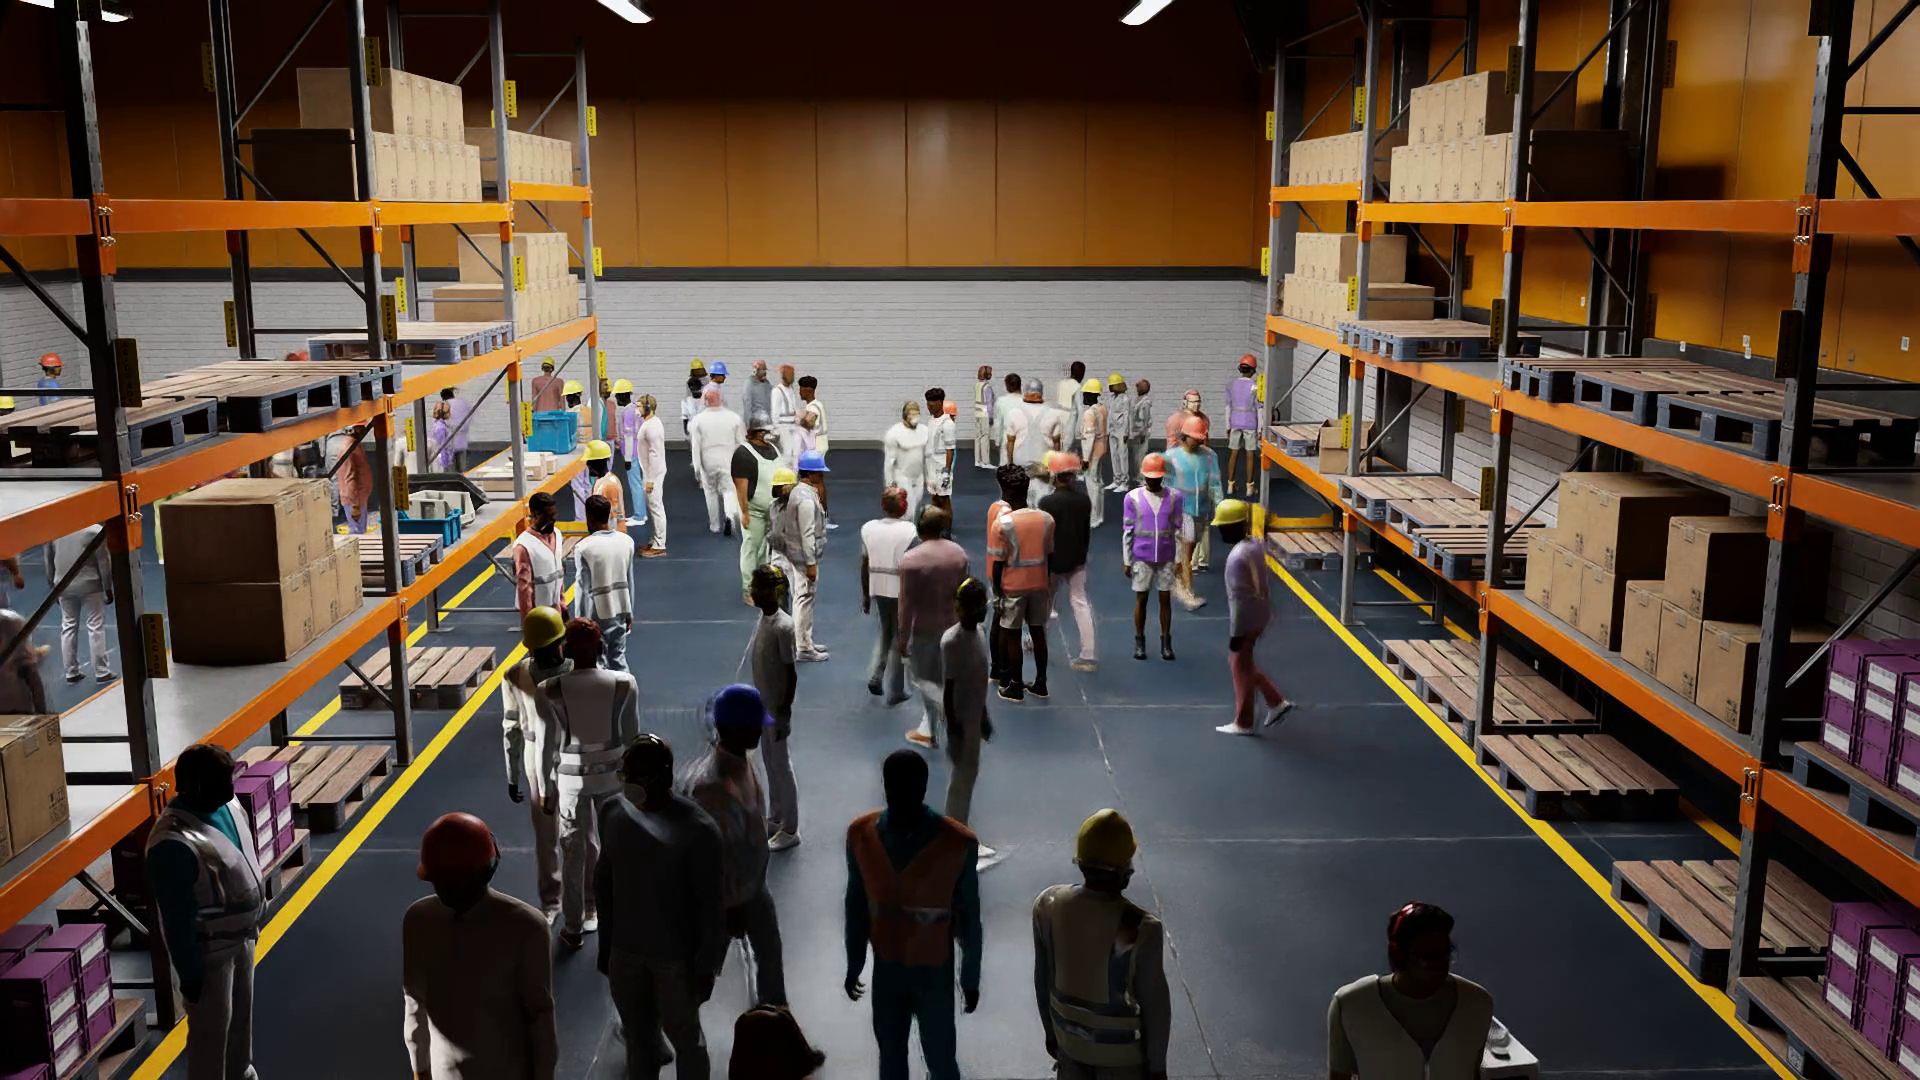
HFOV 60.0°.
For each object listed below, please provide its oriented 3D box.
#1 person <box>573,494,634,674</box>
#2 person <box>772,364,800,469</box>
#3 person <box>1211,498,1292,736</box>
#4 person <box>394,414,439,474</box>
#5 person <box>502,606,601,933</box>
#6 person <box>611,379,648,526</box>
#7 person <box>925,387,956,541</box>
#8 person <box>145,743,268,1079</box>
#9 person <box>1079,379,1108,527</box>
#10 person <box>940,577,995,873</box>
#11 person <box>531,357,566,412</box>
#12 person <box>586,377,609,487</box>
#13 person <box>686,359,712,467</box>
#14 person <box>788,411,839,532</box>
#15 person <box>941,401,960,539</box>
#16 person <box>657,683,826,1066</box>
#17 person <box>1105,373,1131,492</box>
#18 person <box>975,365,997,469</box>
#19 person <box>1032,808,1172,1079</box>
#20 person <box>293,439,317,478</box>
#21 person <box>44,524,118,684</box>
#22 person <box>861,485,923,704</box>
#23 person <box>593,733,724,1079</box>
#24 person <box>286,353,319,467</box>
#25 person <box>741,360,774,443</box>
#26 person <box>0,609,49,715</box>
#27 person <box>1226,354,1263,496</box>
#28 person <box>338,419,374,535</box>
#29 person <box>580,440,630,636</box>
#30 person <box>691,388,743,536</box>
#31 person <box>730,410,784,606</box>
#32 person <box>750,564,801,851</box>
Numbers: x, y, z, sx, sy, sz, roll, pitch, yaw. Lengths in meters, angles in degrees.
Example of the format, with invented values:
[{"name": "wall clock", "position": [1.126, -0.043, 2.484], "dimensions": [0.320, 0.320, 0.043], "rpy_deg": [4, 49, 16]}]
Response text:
[{"name": "person", "position": [-2.773, 0.592, 13.014], "dimensions": [0.409, 1.907, 0.598], "rpy_deg": [7, 13, 31]}, {"name": "person", "position": [-2.508, -1.614, 24.153], "dimensions": [0.414, 1.875, 0.612], "rpy_deg": [3, 12, 16]}, {"name": "person", "position": [2.212, 0.614, 12.927], "dimensions": [0.565, 1.897, 0.594], "rpy_deg": [4, 12, 20]}, {"name": "person", "position": [-6.669, -0.747, 20.446], "dimensions": [0.521, 1.617, 0.433], "rpy_deg": [-5, 12, -25]}, {"name": "person", "position": [-2.297, 1.298, 9.461], "dimensions": [0.592, 1.913, 0.399], "rpy_deg": [0, 11, 0]}, {"name": "person", "position": [-4.314, -1.143, 21.687], "dimensions": [0.408, 1.918, 0.587], "rpy_deg": [-1, 11, -5]}, {"name": "person", "position": [-0.267, -0.887, 20.274], "dimensions": [0.367, 1.962, 0.603], "rpy_deg": [-5, 13, -26]}, {"name": "person", "position": [-3.273, 1.767, 7.317], "dimensions": [0.429, 1.831, 0.632], "rpy_deg": [0, 11, -1]}, {"name": "person", "position": [1.717, -1.126, 21.556], "dimensions": [0.352, 1.930, 0.594], "rpy_deg": [5, 12, 22]}, {"name": "person", "position": [0.051, 1.134, 10.392], "dimensions": [0.332, 1.865, 0.537], "rpy_deg": [5, 12, 23]}, {"name": "person", "position": [-6.595, -2.061, 26.695], "dimensions": [0.531, 1.755, 0.341], "rpy_deg": [-1, 11, -7]}, {"name": "person", "position": [-4.997, -1.370, 23.013], "dimensions": [0.343, 1.839, 0.504], "rpy_deg": [-2, 11, -8]}, {"name": "person", "position": [-4.152, -2.025, 26.560], "dimensions": [0.485, 1.736, 0.314], "rpy_deg": [3, 12, 16]}, {"name": "person", "position": [-1.977, -0.853, 21.059], "dimensions": [0.831, 1.573, 0.537], "rpy_deg": [5, 12, 24]}, {"name": "person", "position": [-0.176, -0.875, 20.781], "dimensions": [0.355, 1.740, 0.573], "rpy_deg": [-3, 12, -16]}, {"name": "person", "position": [-1.159, 1.607, 7.920], "dimensions": [0.936, 1.918, 0.610], "rpy_deg": [3, 12, 14]}, {"name": "person", "position": [2.295, -1.573, 24.300], "dimensions": [0.322, 1.730, 0.494], "rpy_deg": [-6, 13, -28]}, {"name": "person", "position": [0.387, -1.950, 26.420], "dimensions": [0.308, 1.641, 0.516], "rpy_deg": [-5, 12, -24]}, {"name": "person", "position": [0.567, 1.928, 6.478], "dimensions": [0.590, 1.837, 0.403], "rpy_deg": [8, 14, 36]}, {"name": "person", "position": [-8.497, -0.985, 21.441], "dimensions": [0.323, 1.690, 0.539], "rpy_deg": [4, 12, 18]}, {"name": "person", "position": [-7.617, 0.387, 14.429], "dimensions": [0.564, 1.745, 0.348], "rpy_deg": [0, 11, 0]}, {"name": "person", "position": [-0.538, 0.463, 13.842], "dimensions": [0.586, 1.832, 0.445], "rpy_deg": [7, 13, 31]}, {"name": "person", "position": [-1.294, 1.754, 7.094], "dimensions": [0.627, 1.940, 0.371], "rpy_deg": [5, 12, 25]}, {"name": "person", "position": [-10.599, -2.083, 26.582], "dimensions": [0.813, 1.855, 0.690], "rpy_deg": [5, 12, 22]}, {"name": "person", "position": [-2.967, -1.731, 24.692], "dimensions": [0.400, 1.894, 0.653], "rpy_deg": [6, 13, 27]}, {"name": "person", "position": [-6.133, 1.096, 10.591], "dimensions": [0.627, 1.862, 0.691], "rpy_deg": [2, 11, 9]}, {"name": "person", "position": [4.113, -1.654, 23.961], "dimensions": [0.604, 2.034, 0.417], "rpy_deg": [7, 13, 33]}, {"name": "person", "position": [-6.466, -0.423, 17.868], "dimensions": [0.381, 1.994, 0.613], "rpy_deg": [-2, 12, -12]}, {"name": "person", "position": [-3.420, -0.015, 16.033], "dimensions": [0.409, 1.917, 0.585], "rpy_deg": [-4, 12, -21]}, {"name": "person", "position": [-3.036, -0.969, 20.899], "dimensions": [0.667, 1.875, 0.758], "rpy_deg": [-3, 12, -14]}, {"name": "person", "position": [-2.028, -0.341, 17.343], "dimensions": [0.535, 2.000, 0.674], "rpy_deg": [7, 13, 31]}, {"name": "person", "position": [-1.218, 1.068, 10.707], "dimensions": [0.315, 1.871, 0.534], "rpy_deg": [-5, 12, -25]}]
